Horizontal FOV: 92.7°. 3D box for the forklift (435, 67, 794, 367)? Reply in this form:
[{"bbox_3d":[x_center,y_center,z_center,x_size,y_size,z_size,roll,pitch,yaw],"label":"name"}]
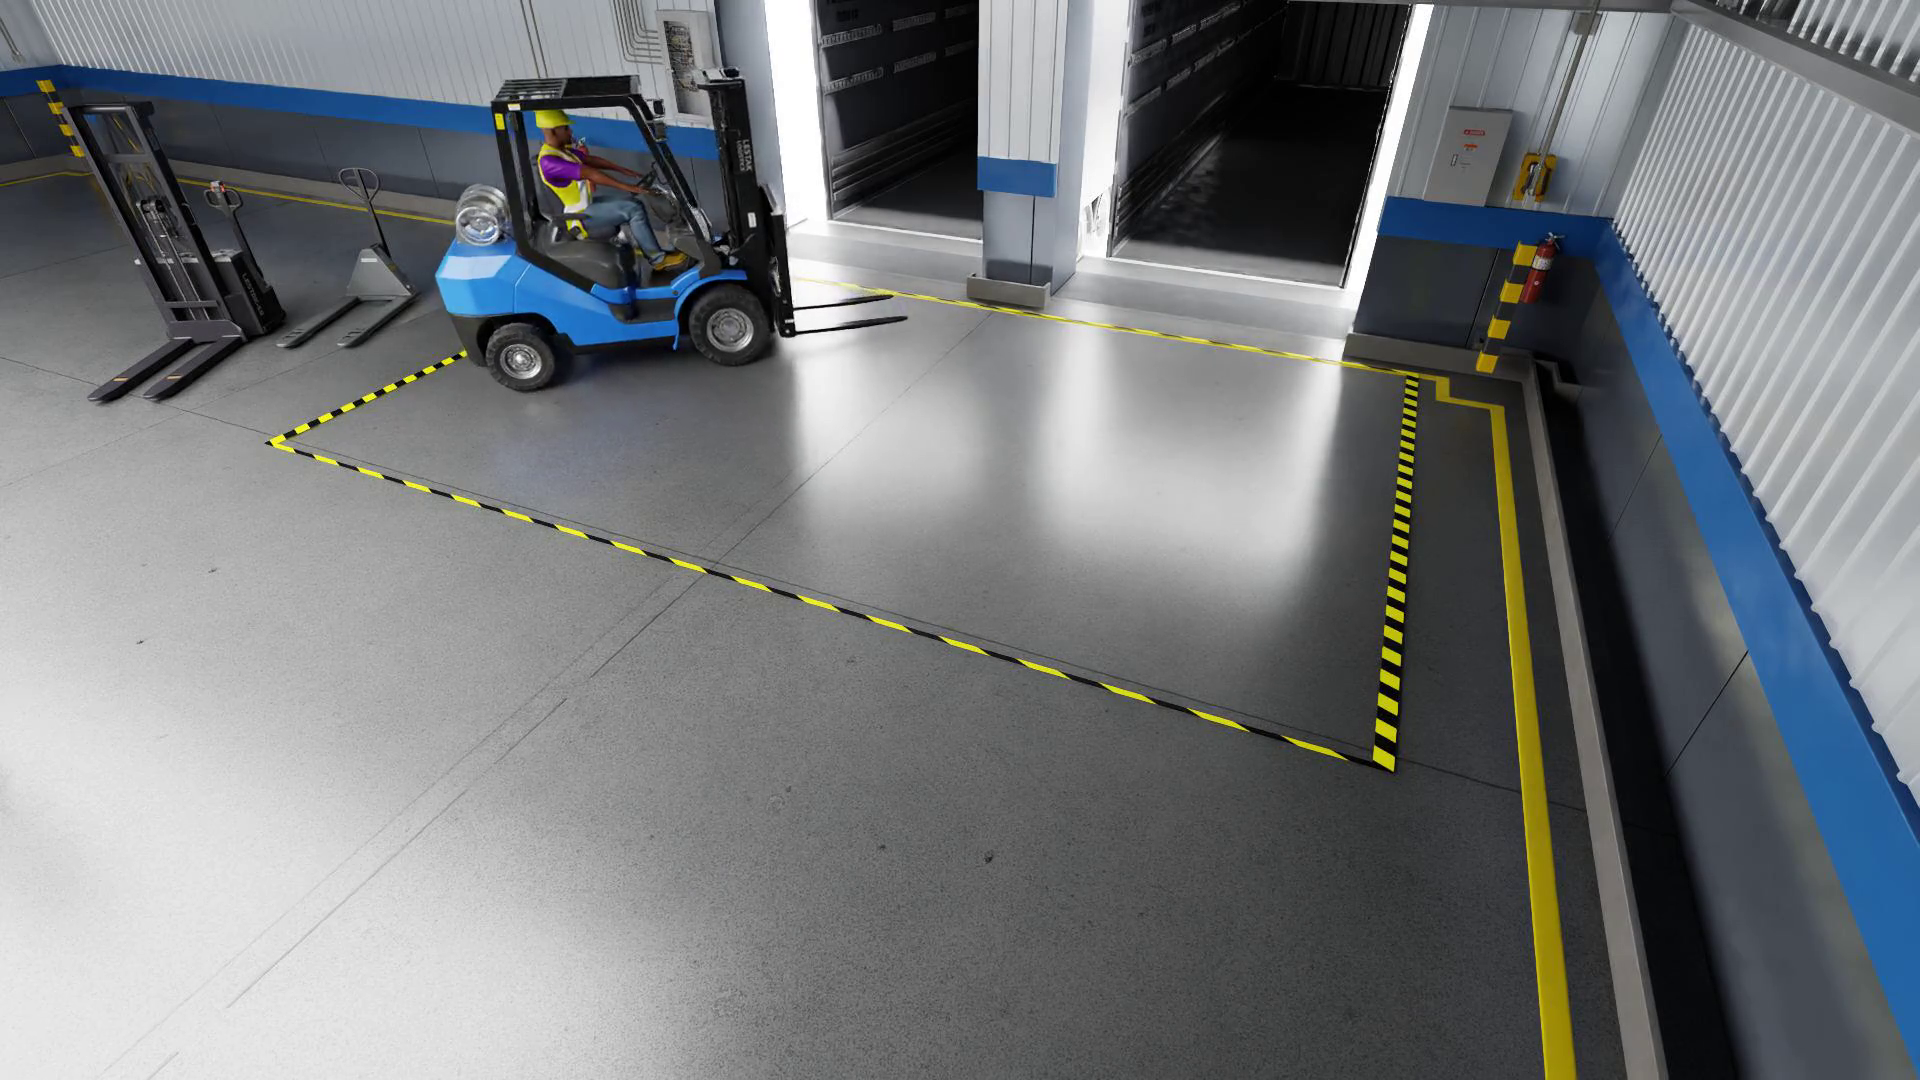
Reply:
[{"bbox_3d":[-2.862,-2.660,7.514,2.680,2.036,1.157,-9,36,-13],"label":"forklift"}]

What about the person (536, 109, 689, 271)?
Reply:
[{"bbox_3d":[-2.803,-2.818,7.414,1.004,1.294,0.635,-9,36,-13],"label":"person"}]

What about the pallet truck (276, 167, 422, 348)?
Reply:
[{"bbox_3d":[-5.732,-2.611,8.414,0.680,1.201,1.601,-1,35,-1],"label":"pallet truck"}]

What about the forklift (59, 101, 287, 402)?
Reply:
[{"bbox_3d":[-6.686,-2.387,7.434,0.823,1.965,1.885,-3,35,-5],"label":"forklift"}]
